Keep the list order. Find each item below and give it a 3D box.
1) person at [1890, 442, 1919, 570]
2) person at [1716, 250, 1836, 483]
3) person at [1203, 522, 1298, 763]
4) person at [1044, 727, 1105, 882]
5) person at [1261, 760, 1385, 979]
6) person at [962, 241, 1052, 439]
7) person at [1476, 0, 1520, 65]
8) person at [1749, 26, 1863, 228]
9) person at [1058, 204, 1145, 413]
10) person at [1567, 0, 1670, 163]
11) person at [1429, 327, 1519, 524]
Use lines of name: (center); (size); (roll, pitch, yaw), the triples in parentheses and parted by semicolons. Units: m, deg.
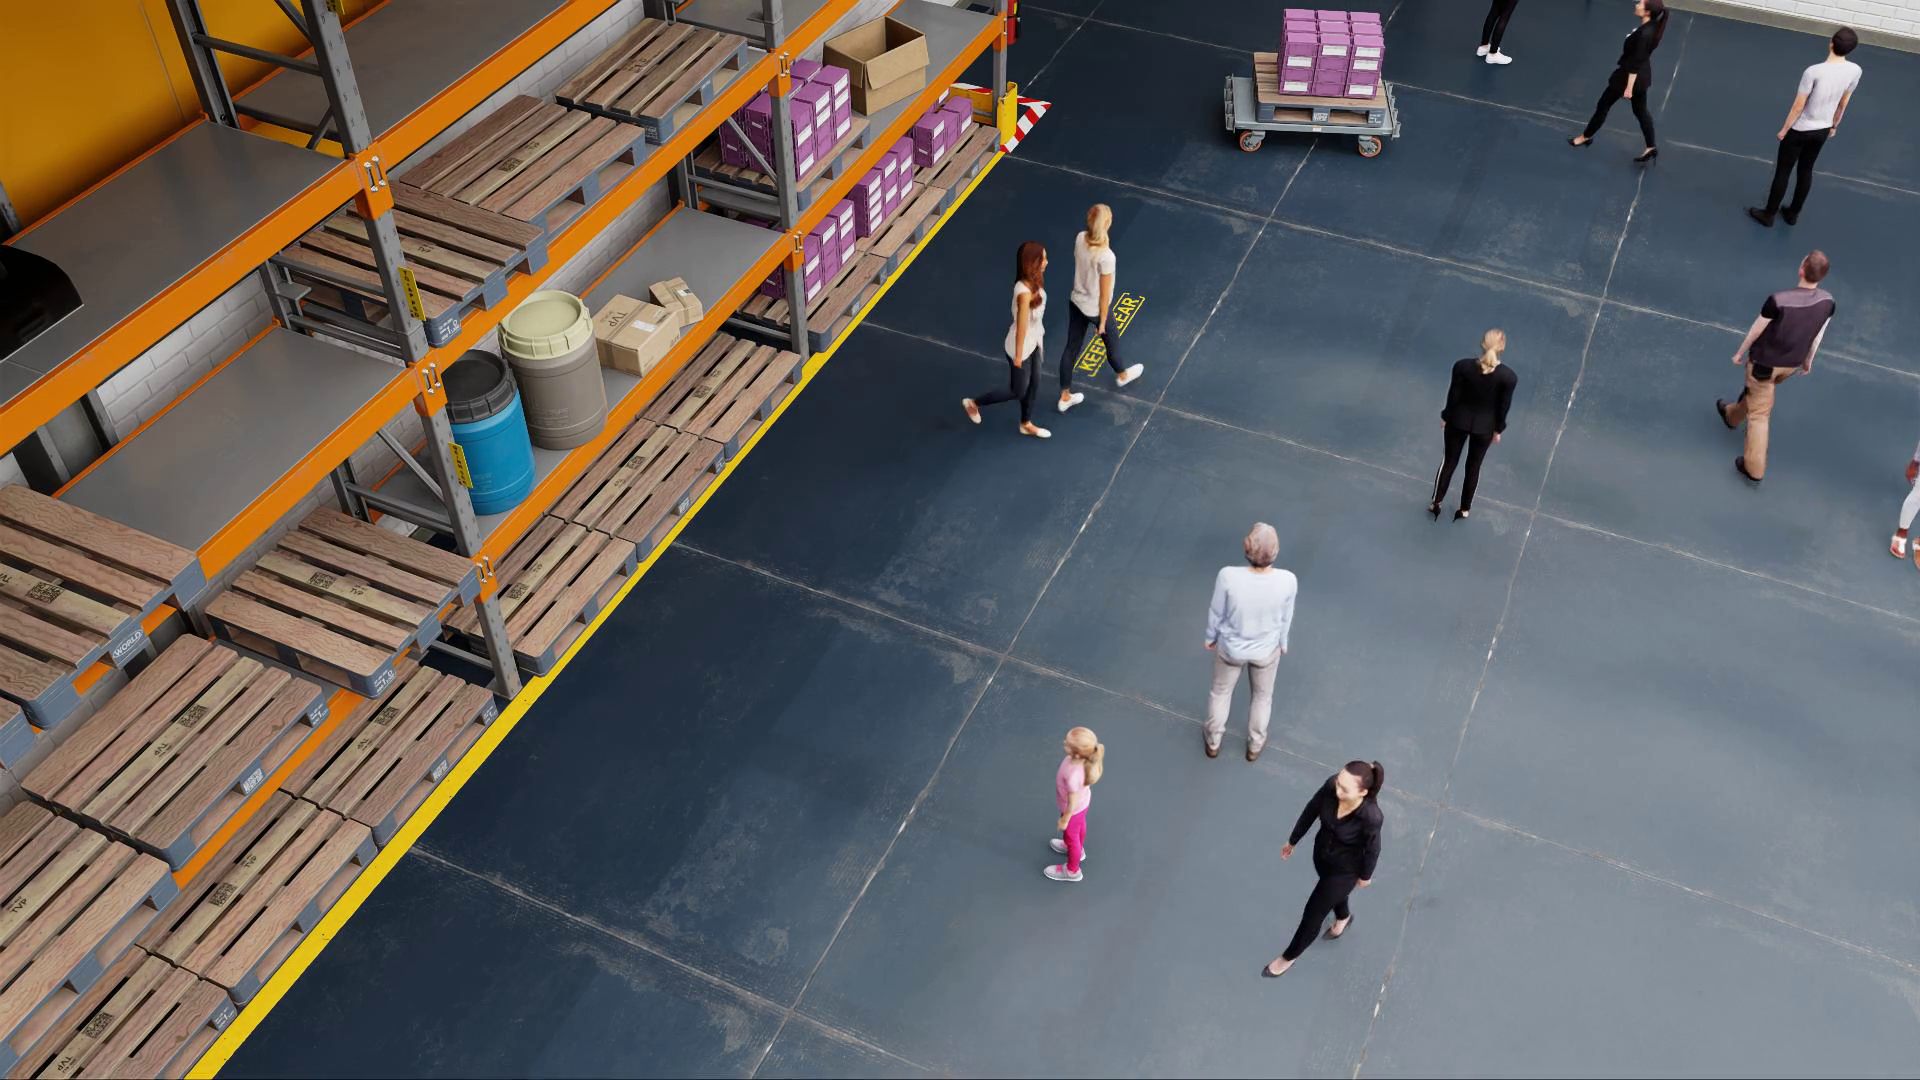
person: (6.871, -0.598, 11.593); (0.628, 1.713, 0.602); (15, 46, 15)
person: (6.016, -1.255, 12.222); (1.090, 1.794, 1.293); (-4, 44, -4)
person: (1.758, 0.654, 10.151); (0.725, 1.888, 0.672); (6, 44, 7)
person: (0.671, 1.517, 9.693); (0.579, 1.271, 0.494); (10, 45, 11)
person: (2.128, 1.738, 9.165); (1.009, 1.678, 0.895); (-20, 47, -20)
person: (0.390, -1.479, 12.481); (0.781, 1.762, 0.915); (9, 44, 9)
person: (5.604, -5.730, 16.957); (0.725, 1.742, 0.643); (-10, 44, -10)
person: (7.483, -3.622, 14.658); (0.743, 1.863, 0.733); (-4, 44, -4)
person: (0.925, -1.727, 12.733); (1.124, 1.773, 0.887); (-30, 51, -28)
person: (6.341, -4.242, 15.485); (0.854, 1.620, 1.085); (29, 51, 27)
person: (3.627, -0.798, 11.807); (0.621, 1.707, 0.570); (14, 45, 14)
